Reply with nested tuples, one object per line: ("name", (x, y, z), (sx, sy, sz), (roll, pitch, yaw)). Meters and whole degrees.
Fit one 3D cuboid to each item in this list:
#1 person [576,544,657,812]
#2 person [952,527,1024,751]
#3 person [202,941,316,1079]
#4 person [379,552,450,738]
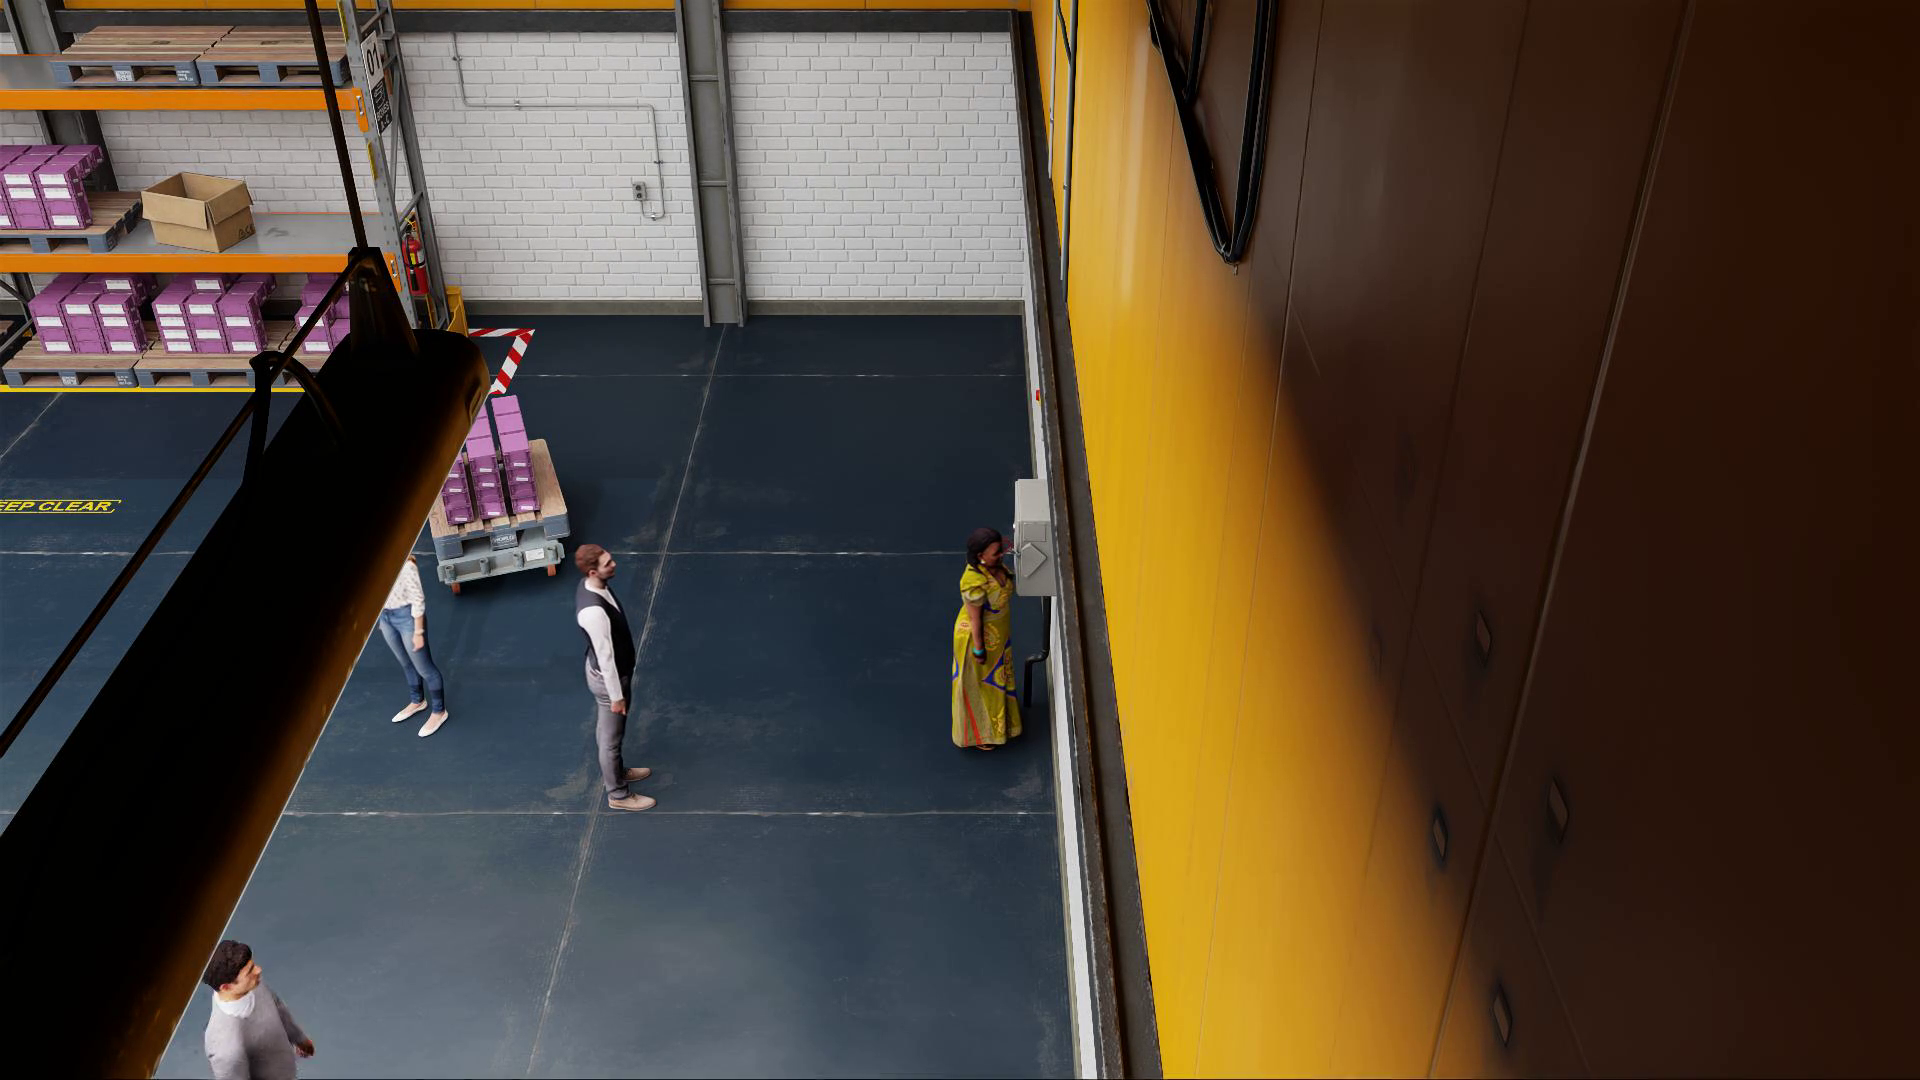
("person", (-2.197, 0.830, 10.384), (0.633, 1.938, 0.712), (-7, 34, -11))
("person", (0.155, 0.617, 10.955), (0.881, 1.660, 0.933), (8, 35, 12))
("person", (-3.336, 2.588, 7.770), (0.843, 1.905, 0.852), (-11, 35, -16))
("person", (-3.691, 0.517, 11.044), (0.624, 1.728, 0.714), (22, 39, 29))
